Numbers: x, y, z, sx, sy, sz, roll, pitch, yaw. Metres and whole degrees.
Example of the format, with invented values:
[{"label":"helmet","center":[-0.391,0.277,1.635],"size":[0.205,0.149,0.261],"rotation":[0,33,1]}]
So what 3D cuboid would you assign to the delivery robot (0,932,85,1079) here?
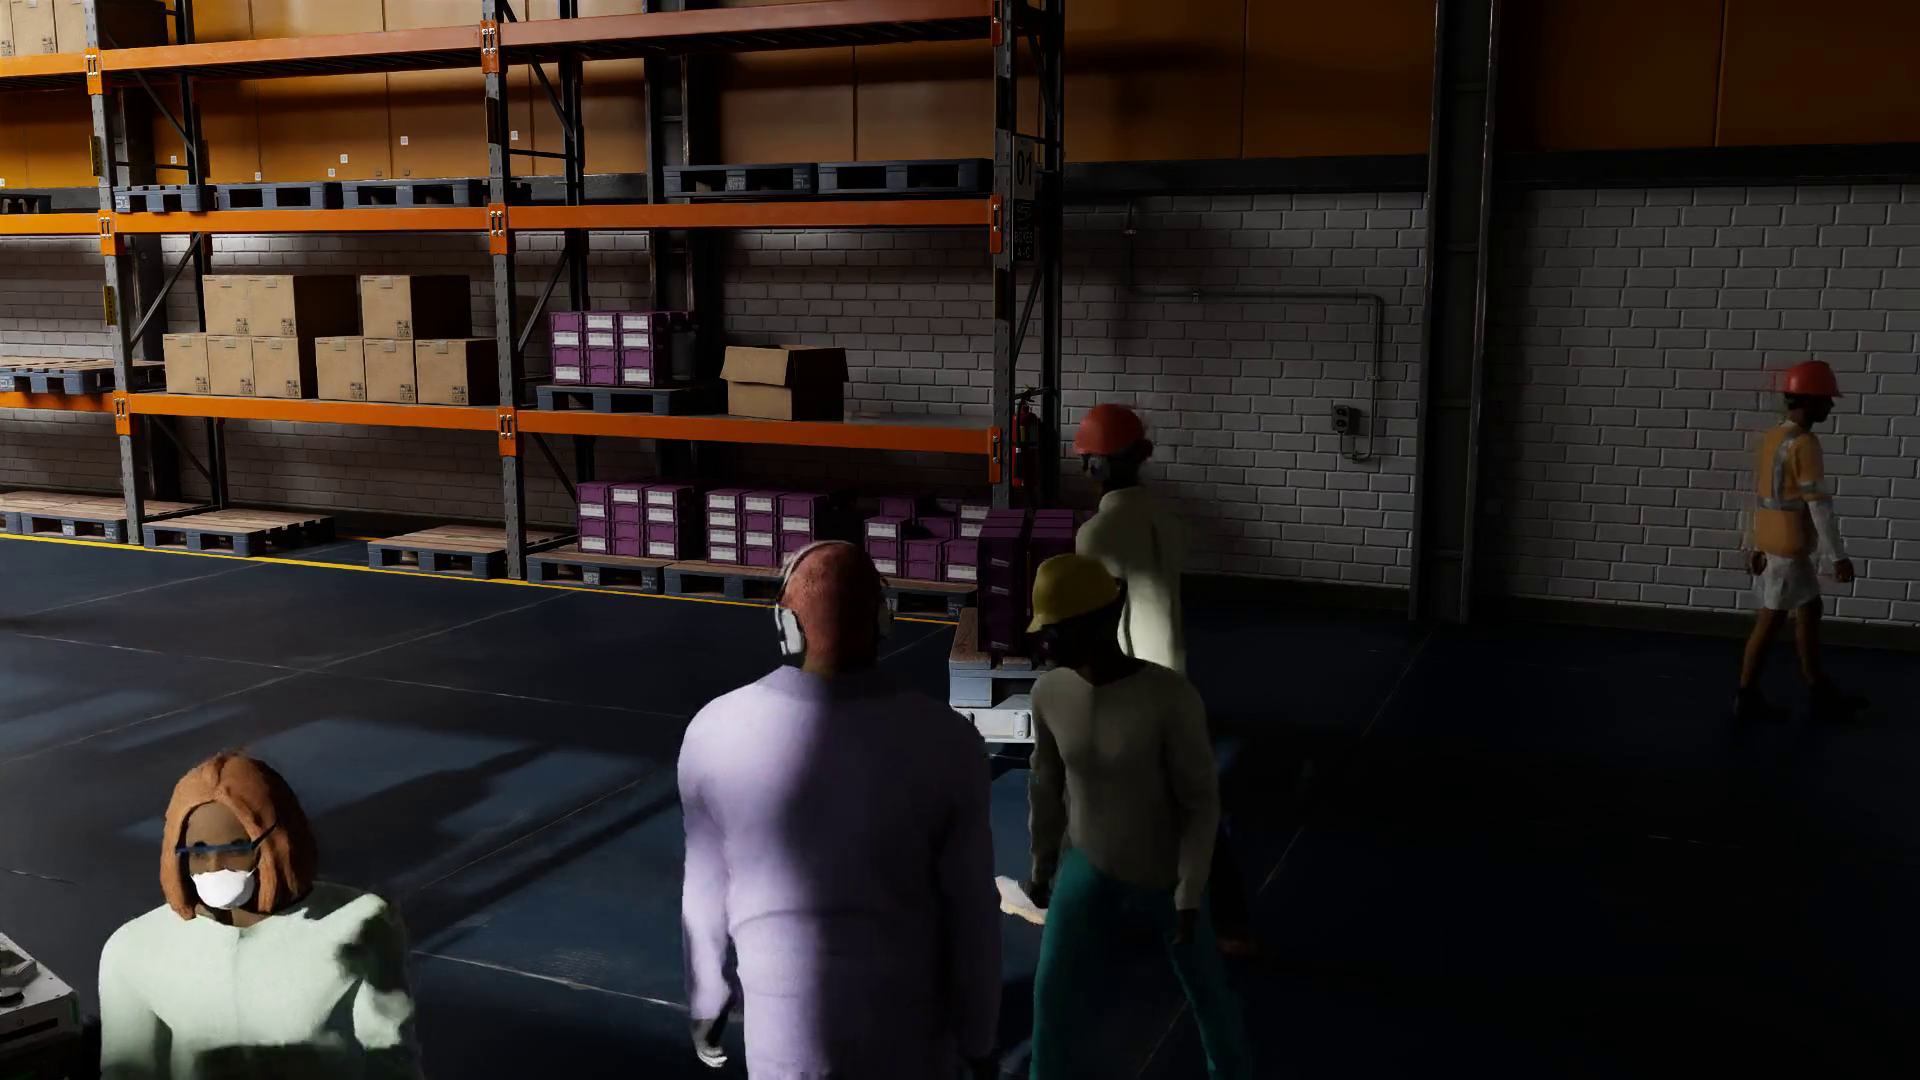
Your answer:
[{"label":"delivery robot","center":[-2.788,1.320,4.727],"size":[0.707,0.478,0.477],"rotation":[9,13,42]}]

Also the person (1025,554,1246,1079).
[{"label":"person","center":[0.465,0.855,4.396],"size":[0.577,1.694,0.805],"rotation":[6,11,34]}]

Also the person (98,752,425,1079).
[{"label":"person","center":[-1.185,1.153,2.829],"size":[0.522,1.614,0.513],"rotation":[-2,10,-10]}]

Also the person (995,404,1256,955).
[{"label":"person","center":[0.617,0.490,5.888],"size":[1.044,1.934,0.652],"rotation":[8,12,39]}]

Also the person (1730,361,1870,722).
[{"label":"person","center":[4.483,0.032,8.685],"size":[0.798,1.910,0.557],"rotation":[2,10,14]}]

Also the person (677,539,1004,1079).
[{"label":"person","center":[-0.245,0.947,3.330],"size":[0.674,1.887,0.723],"rotation":[1,10,8]}]
